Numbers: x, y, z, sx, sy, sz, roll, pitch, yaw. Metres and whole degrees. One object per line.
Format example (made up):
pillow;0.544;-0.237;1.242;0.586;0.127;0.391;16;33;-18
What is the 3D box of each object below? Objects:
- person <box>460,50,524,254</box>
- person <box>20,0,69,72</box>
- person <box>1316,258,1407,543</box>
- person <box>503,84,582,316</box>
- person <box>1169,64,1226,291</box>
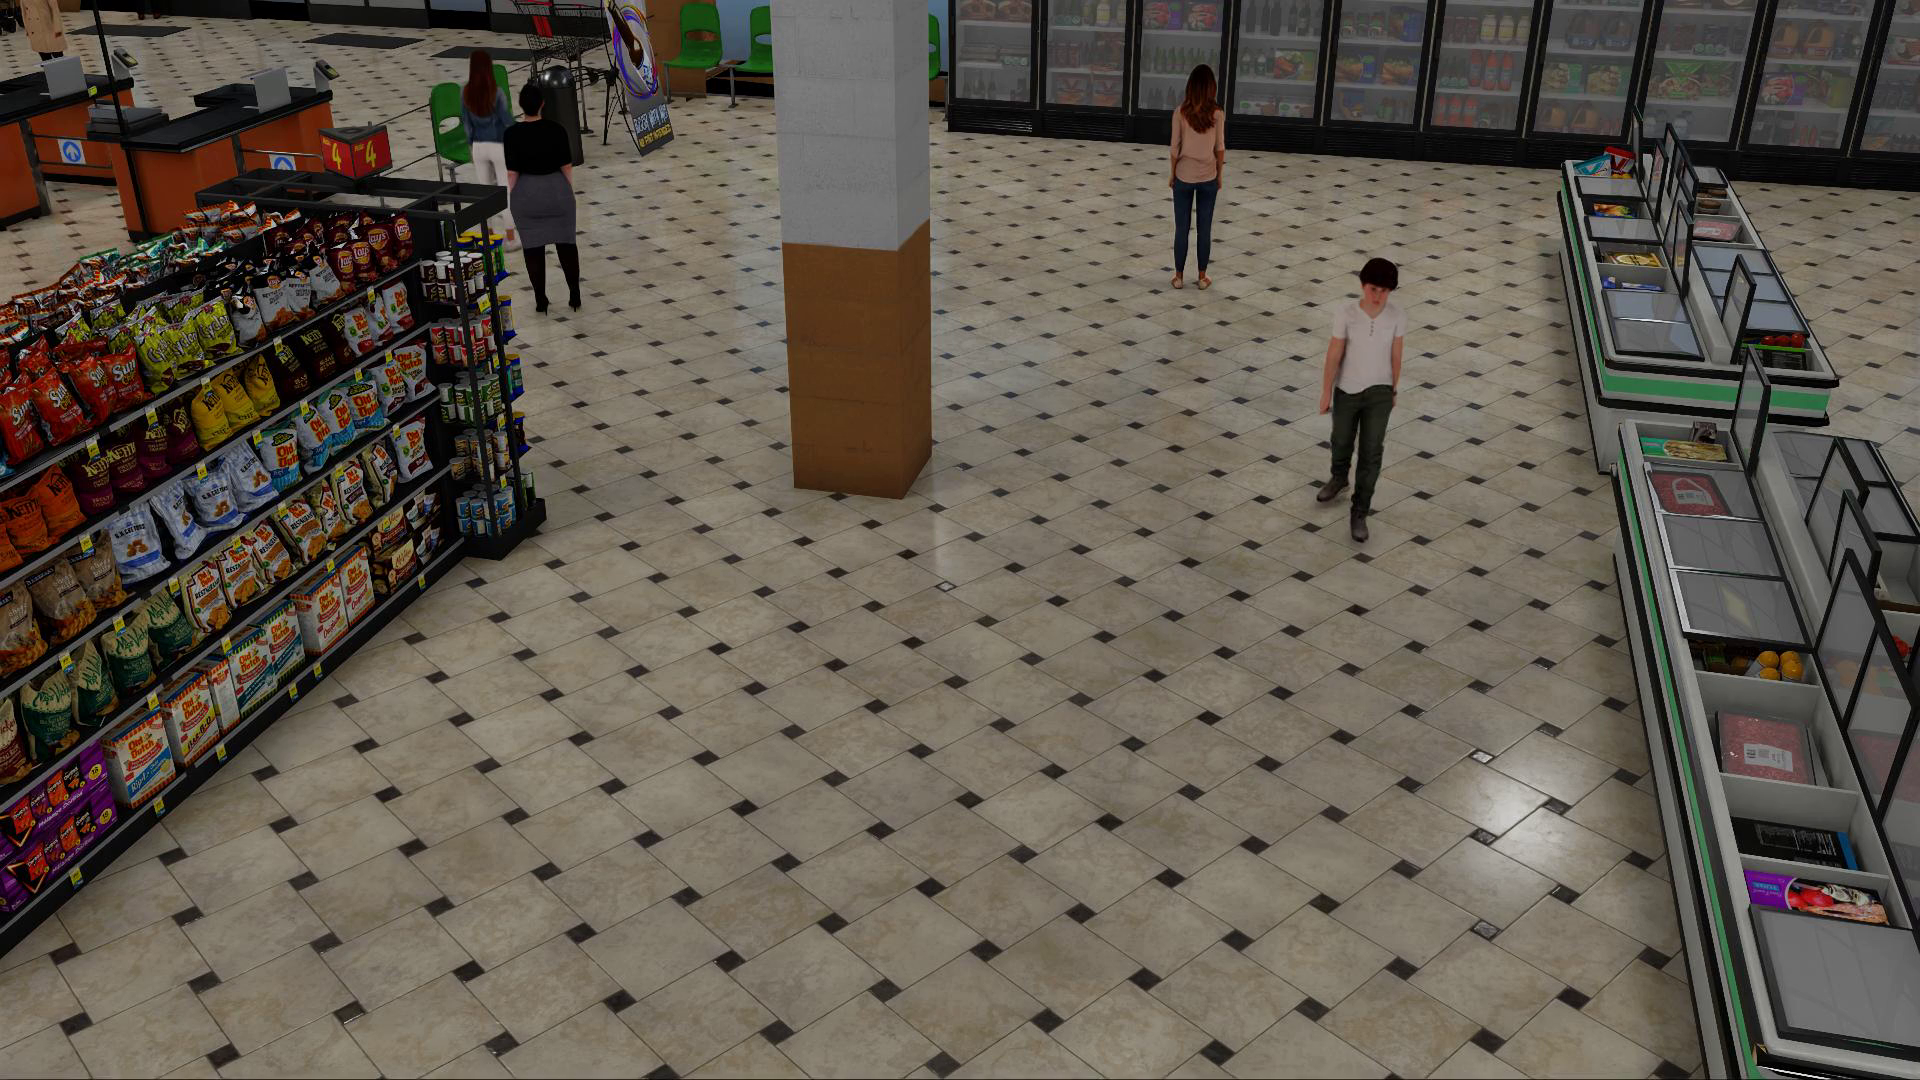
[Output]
person;-4.026;-3.328;14.279;0.614;1.701;0.492;6;28;13
person;-10.788;-6.018;19.605;0.651;1.681;0.515;6;28;12
person;2.290;-0.850;9.496;0.623;1.606;0.991;6;27;11
person;-3.204;-2.606;12.790;0.773;1.759;0.800;-8;28;-15
person;1.889;-2.895;13.323;0.614;1.792;0.559;3;27;6
